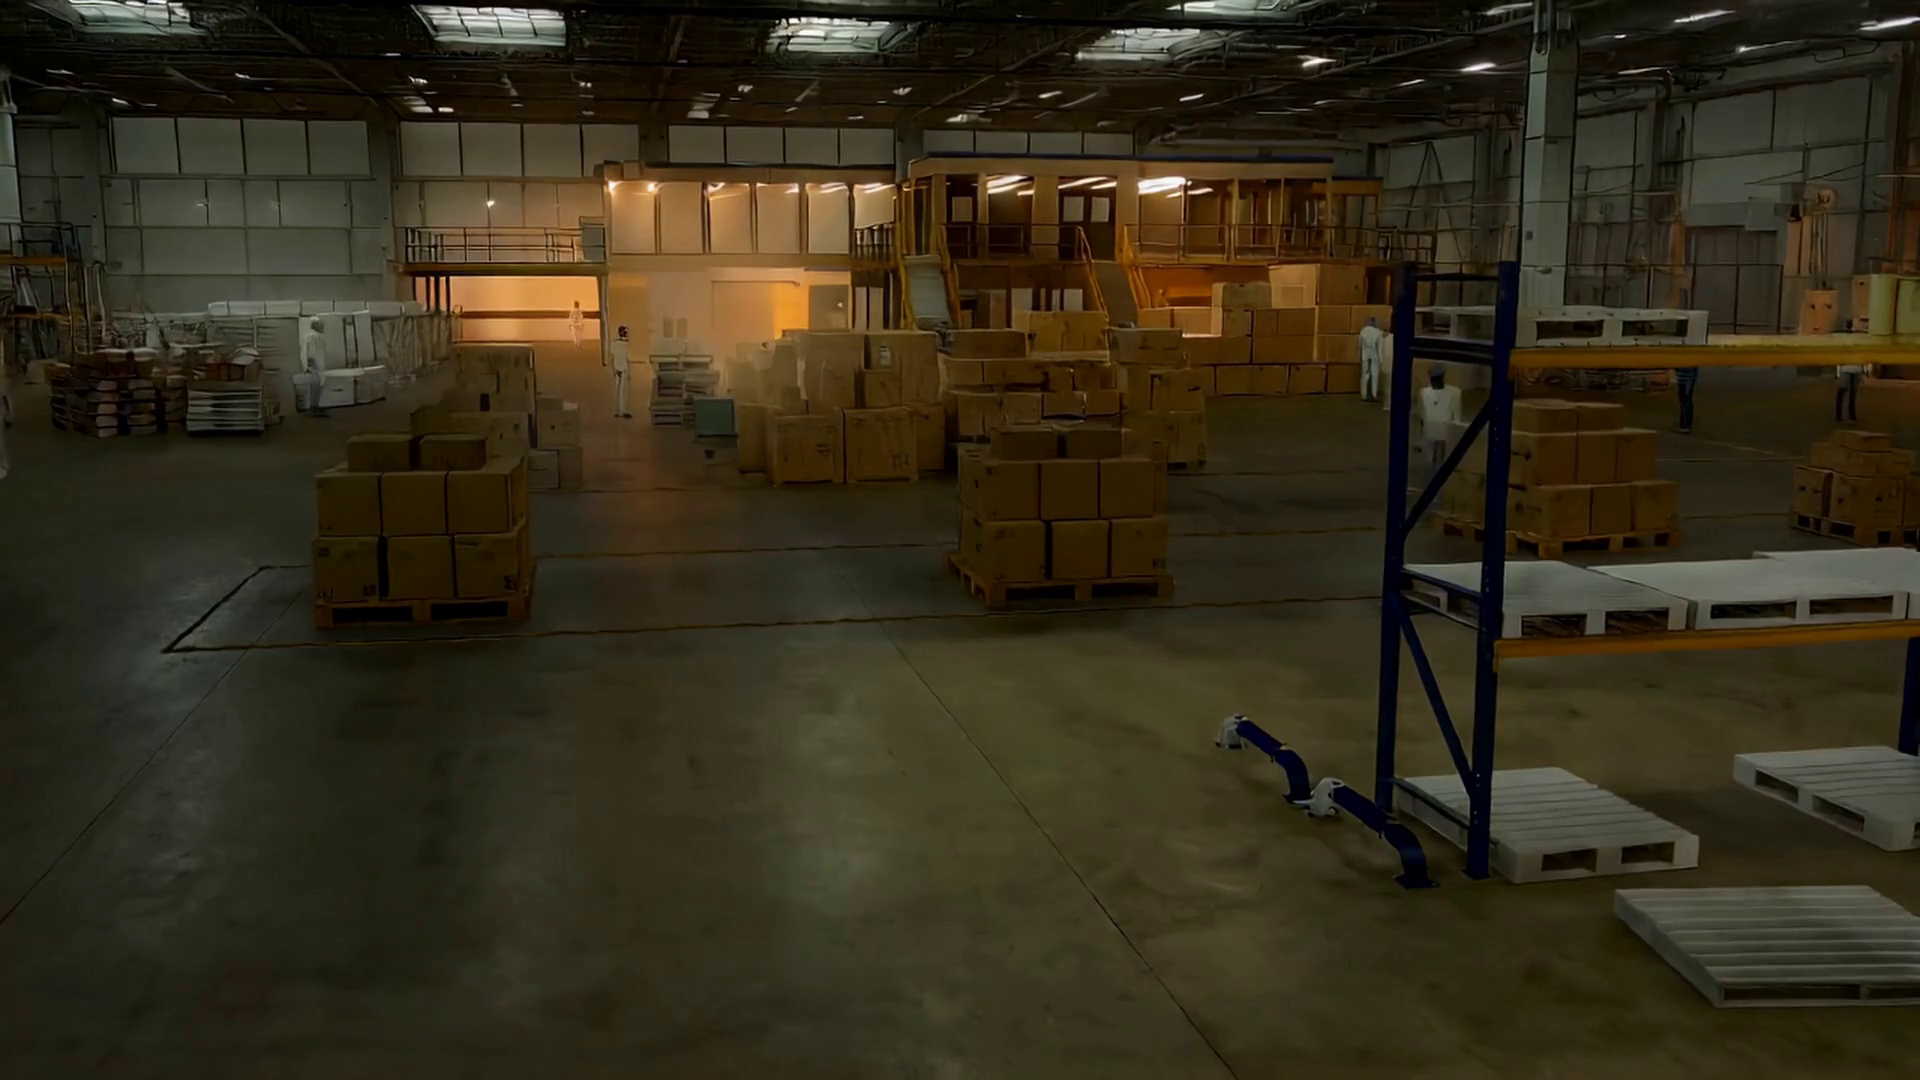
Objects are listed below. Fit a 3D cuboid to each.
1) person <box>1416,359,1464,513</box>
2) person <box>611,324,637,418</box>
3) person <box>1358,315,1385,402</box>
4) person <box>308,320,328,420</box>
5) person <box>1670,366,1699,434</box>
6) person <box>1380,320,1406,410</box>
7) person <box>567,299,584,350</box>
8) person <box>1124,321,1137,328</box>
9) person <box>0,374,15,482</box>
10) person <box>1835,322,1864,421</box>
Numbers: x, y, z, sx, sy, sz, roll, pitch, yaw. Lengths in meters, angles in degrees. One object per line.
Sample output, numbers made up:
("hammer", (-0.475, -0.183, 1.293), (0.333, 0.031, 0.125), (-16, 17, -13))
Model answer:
("person", (5.917, -1.294, 20.520), (0.587, 1.897, 0.846), (5, 11, 30))
("person", (-6.725, -3.366, 33.199), (0.532, 1.876, 0.321), (7, 12, 37))
("person", (9.235, -4.071, 37.307), (0.630, 1.935, 0.366), (9, 13, 43))
("person", (-12.658, -3.353, 32.807), (0.391, 1.988, 0.719), (-3, 10, -18))
("person", (13.112, -2.885, 30.046), (0.392, 1.946, 0.614), (2, 9, 11))
("person", (9.117, -3.642, 34.769), (0.602, 1.910, 0.673), (-4, 10, -21))
("person", (-13.949, -7.799, 60.312), (0.585, 1.852, 0.926), (-2, 10, -13))
("person", (3.225, -3.146, 31.488), (0.612, 1.997, 0.376), (-7, 12, -38))
("person", (-13.624, -1.744, 23.453), (0.533, 1.845, 0.855), (-2, 9, -10))
("person", (17.426, -3.289, 32.539), (0.543, 1.938, 0.357), (1, 9, 5))
